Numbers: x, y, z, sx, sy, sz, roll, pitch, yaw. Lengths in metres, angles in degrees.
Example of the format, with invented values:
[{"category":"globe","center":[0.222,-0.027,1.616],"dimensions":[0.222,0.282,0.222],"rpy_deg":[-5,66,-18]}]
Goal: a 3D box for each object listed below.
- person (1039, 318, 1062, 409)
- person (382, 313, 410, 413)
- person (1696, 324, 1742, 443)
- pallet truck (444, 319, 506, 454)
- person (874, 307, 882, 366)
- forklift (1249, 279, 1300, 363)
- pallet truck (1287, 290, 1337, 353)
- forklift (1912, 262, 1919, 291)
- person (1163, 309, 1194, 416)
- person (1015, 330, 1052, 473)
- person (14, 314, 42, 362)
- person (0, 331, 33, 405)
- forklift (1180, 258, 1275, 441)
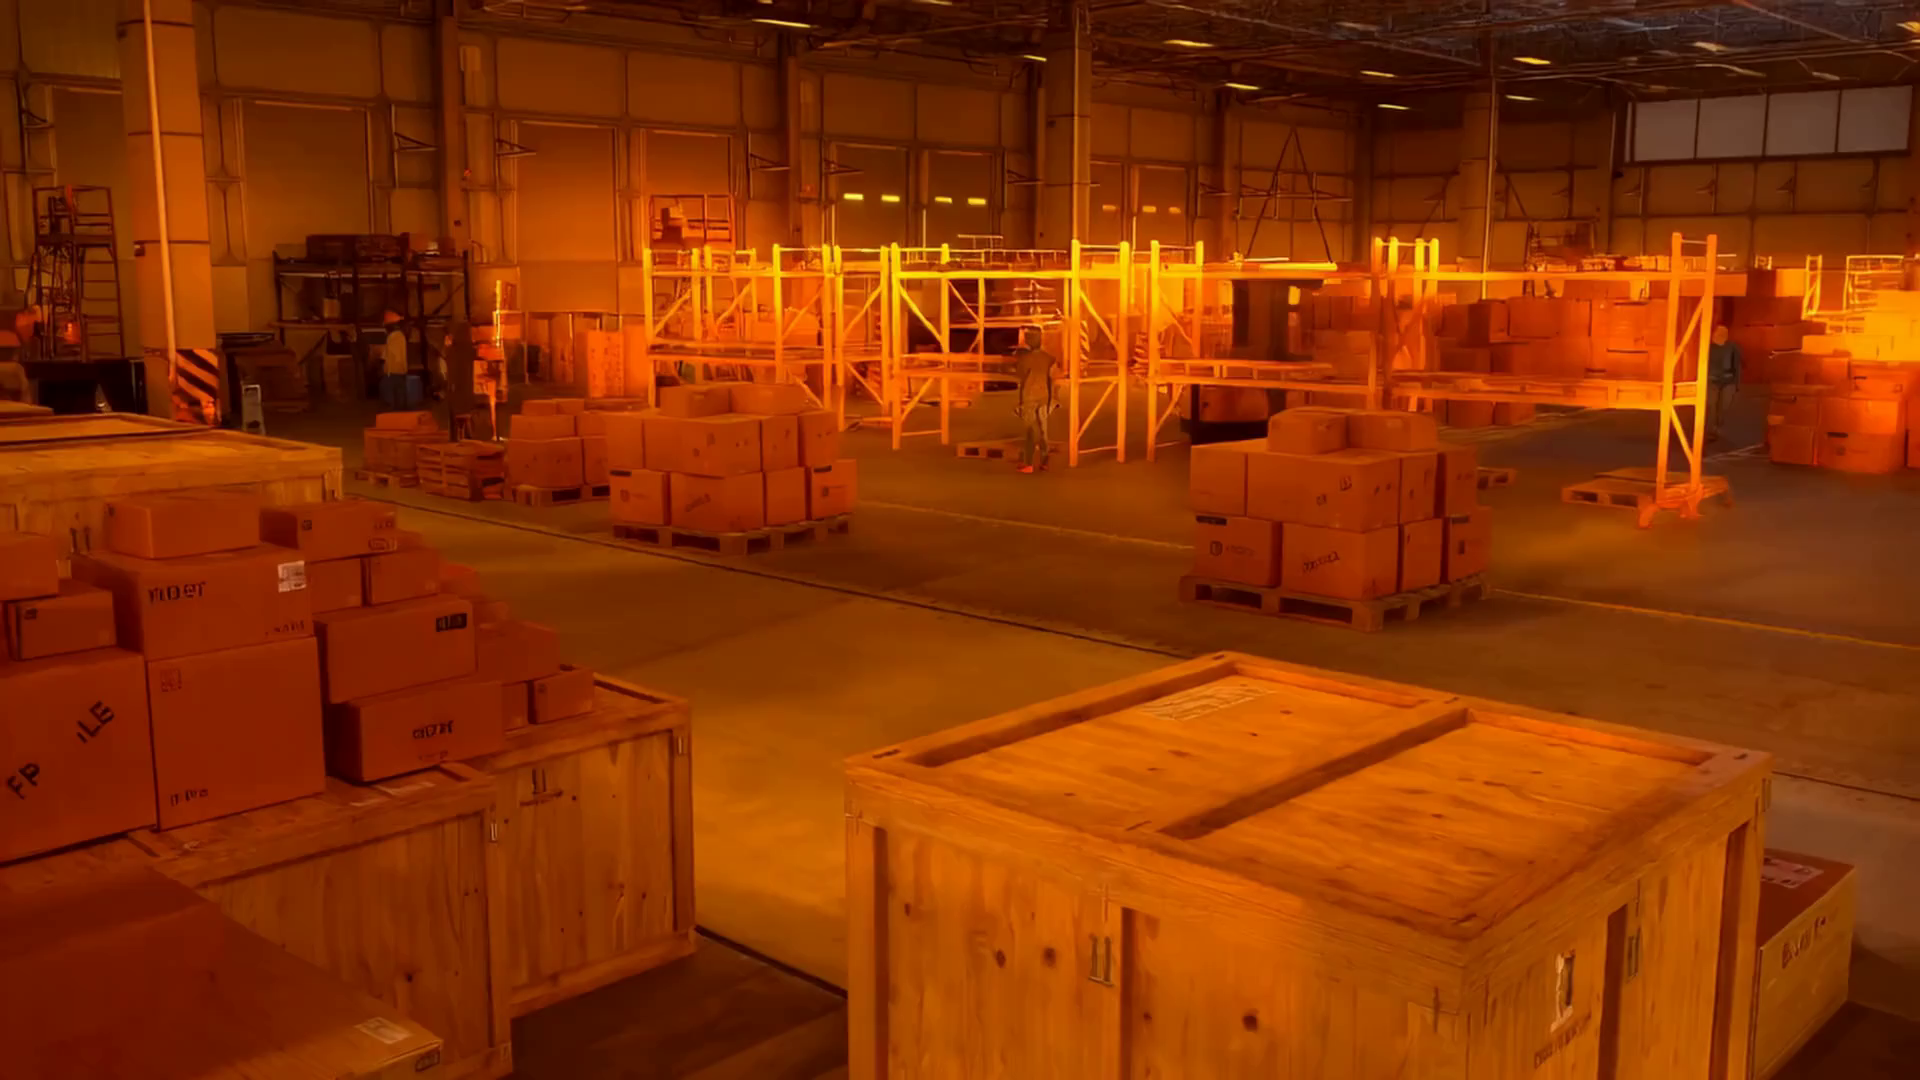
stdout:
[{"category":"person","center":[1.719,-3.331,31.477],"dimensions":[0.501,1.734,0.335],"rpy_deg":[-5,10,-27]},{"category":"person","center":[-9.485,-2.848,27.924],"dimensions":[0.384,1.925,0.593],"rpy_deg":[1,9,6]},{"category":"person","center":[11.659,-2.413,25.582],"dimensions":[0.634,1.820,0.677],"rpy_deg":[3,10,19]},{"category":"pallet truck","center":[-6.981,-1.942,22.150],"dimensions":[1.885,1.965,0.823],"rpy_deg":[1,9,9]},{"category":"person","center":[-2.139,-5.382,44.375],"dimensions":[0.323,1.631,0.523],"rpy_deg":[0,9,-2]},{"category":"forklift","center":[8.215,-6.142,45.201],"dimensions":[1.873,2.768,1.129],"rpy_deg":[9,13,43]},{"category":"pallet truck","center":[11.297,-6.951,52.861],"dimensions":[1.885,1.965,0.823],"rpy_deg":[-5,11,-29]},{"category":"forklift","center":[22.950,-5.191,39.371],"dimensions":[1.129,2.768,1.873],"rpy_deg":[-1,9,-6]},{"category":"person","center":[3.977,-3.220,30.169],"dimensions":[0.636,1.939,0.363],"rpy_deg":[-5,11,-28]},{"category":"person","center":[0.958,-1.796,21.665],"dimensions":[0.515,1.866,0.333],"rpy_deg":[-4,10,-21]},{"category":"person","center":[-14.794,-2.617,26.471],"dimensions":[0.363,1.935,0.553],"rpy_deg":[-6,11,-32]},{"category":"person","center":[-11.382,-1.555,20.054],"dimensions":[0.799,1.895,0.609],"rpy_deg":[2,9,10]},{"category":"forklift","center":[4.504,-2.995,25.909],"dimensions":[1.873,2.768,1.129],"rpy_deg":[-2,10,-15]}]
